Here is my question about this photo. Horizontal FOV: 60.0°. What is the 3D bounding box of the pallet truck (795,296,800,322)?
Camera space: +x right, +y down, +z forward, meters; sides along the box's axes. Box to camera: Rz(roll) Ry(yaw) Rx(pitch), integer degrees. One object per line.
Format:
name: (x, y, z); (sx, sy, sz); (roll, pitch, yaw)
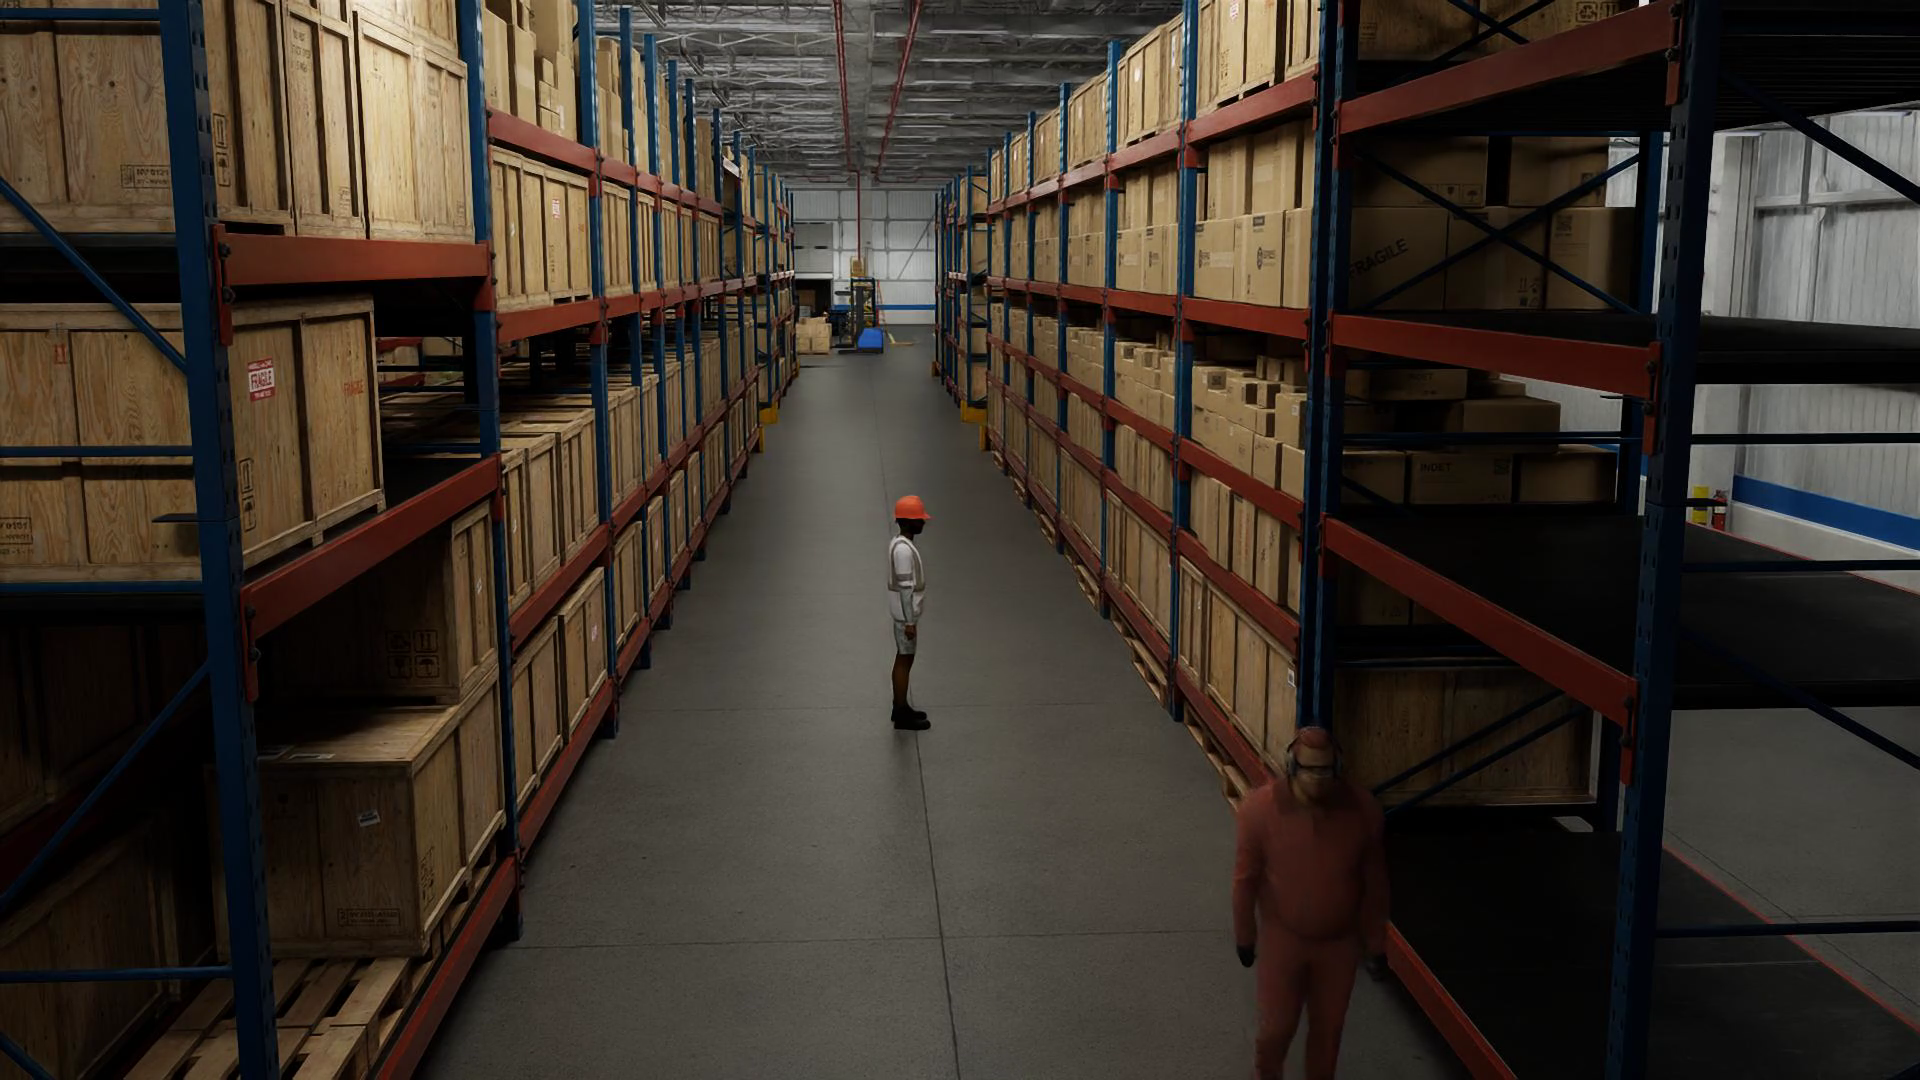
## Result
pallet truck: (-8.622, -12.439, 91.403); (1.885, 1.965, 0.823); (2, 10, 13)

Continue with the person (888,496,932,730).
person: (-0.413, 0.593, 13.736); (0.360, 1.936, 0.552); (-1, 10, -5)

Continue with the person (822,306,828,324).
person: (-6.586, -10.585, 81.248); (0.322, 1.688, 0.531); (-4, 10, -22)

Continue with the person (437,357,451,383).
person: (-11.955, -3.378, 38.238); (0.794, 1.660, 0.558); (-1, 10, -3)

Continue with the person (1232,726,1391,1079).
person: (1.517, 1.717, 7.176); (0.661, 1.894, 0.416); (0, 10, 0)

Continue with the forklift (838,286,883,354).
forklift: (-4.128, -9.110, 68.884); (1.873, 2.768, 1.129); (-1, 10, -3)
